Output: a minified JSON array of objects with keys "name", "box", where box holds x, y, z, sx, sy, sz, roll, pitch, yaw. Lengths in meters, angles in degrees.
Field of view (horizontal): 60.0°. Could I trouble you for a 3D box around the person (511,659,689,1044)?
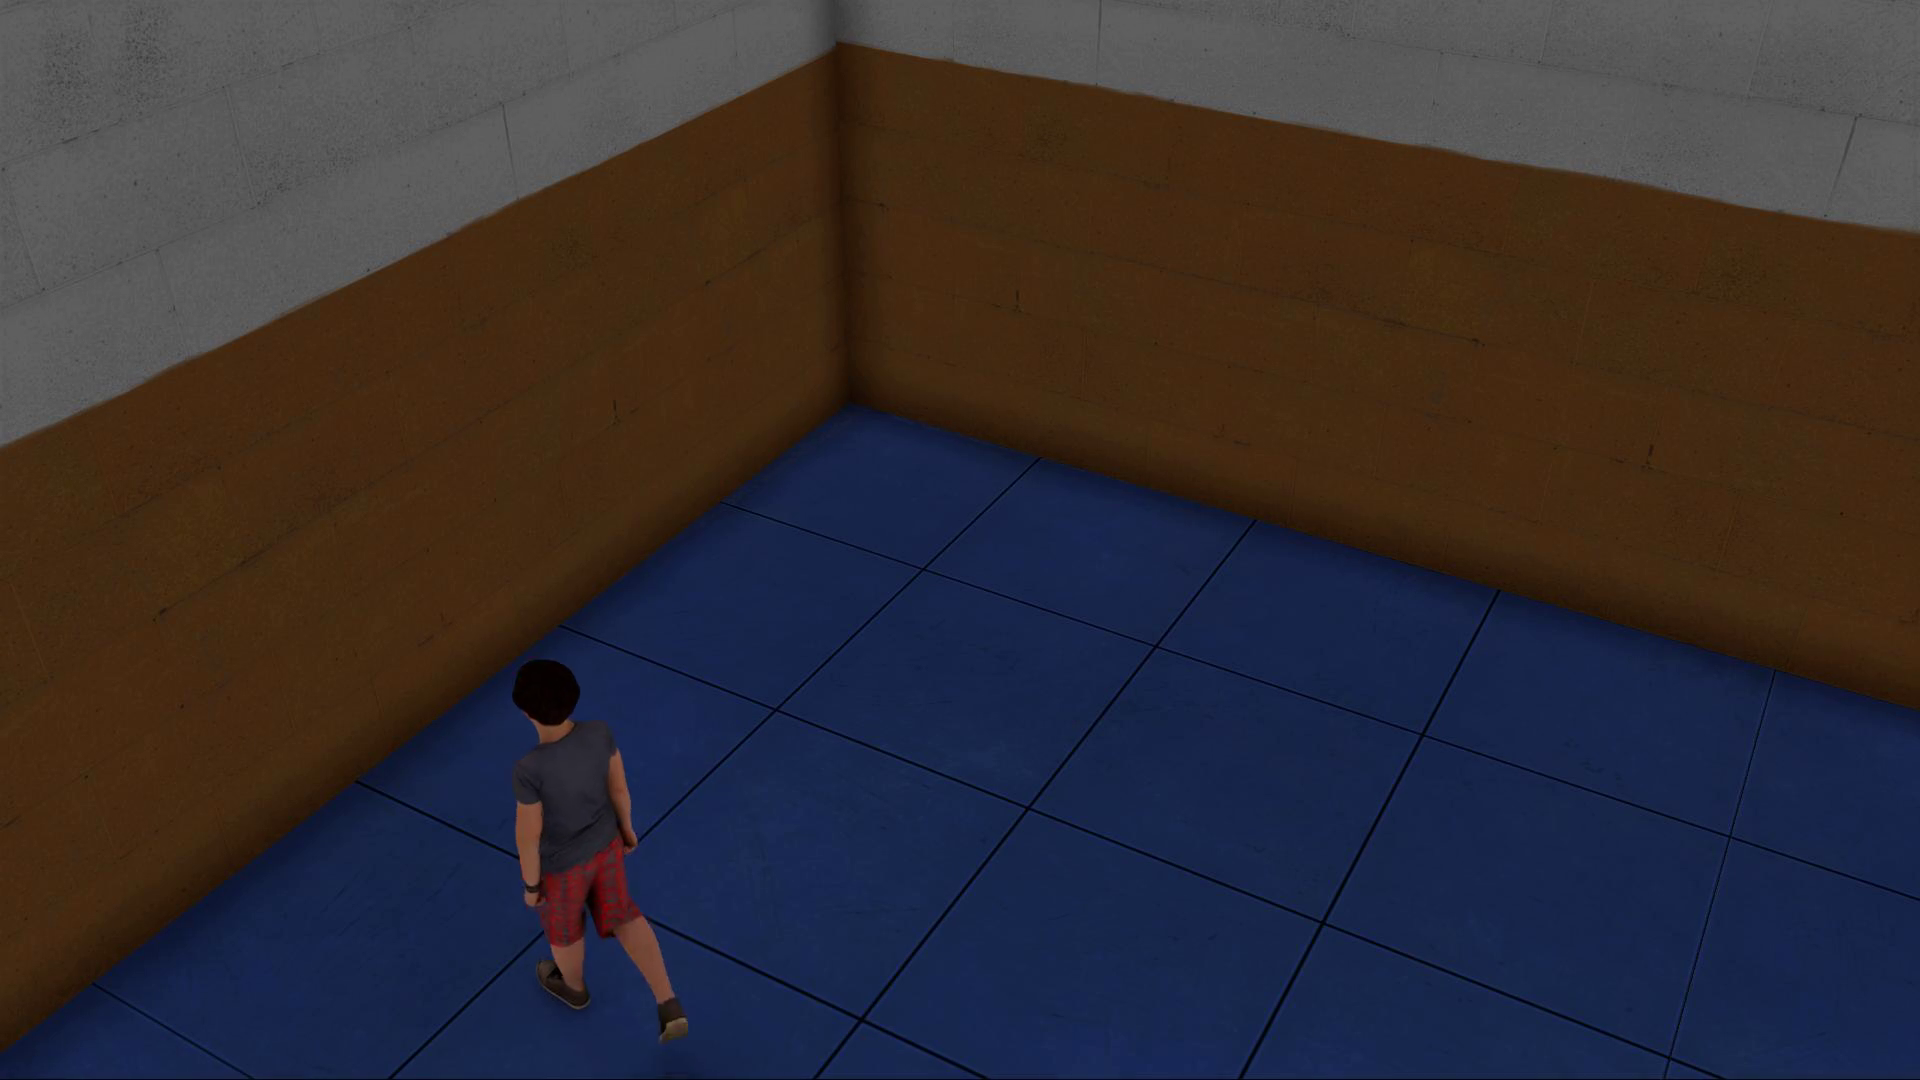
[{"name":"person","box":[-1.276,1.136,5.765,1.029,1.629,0.854,-28,43,-35]}]
